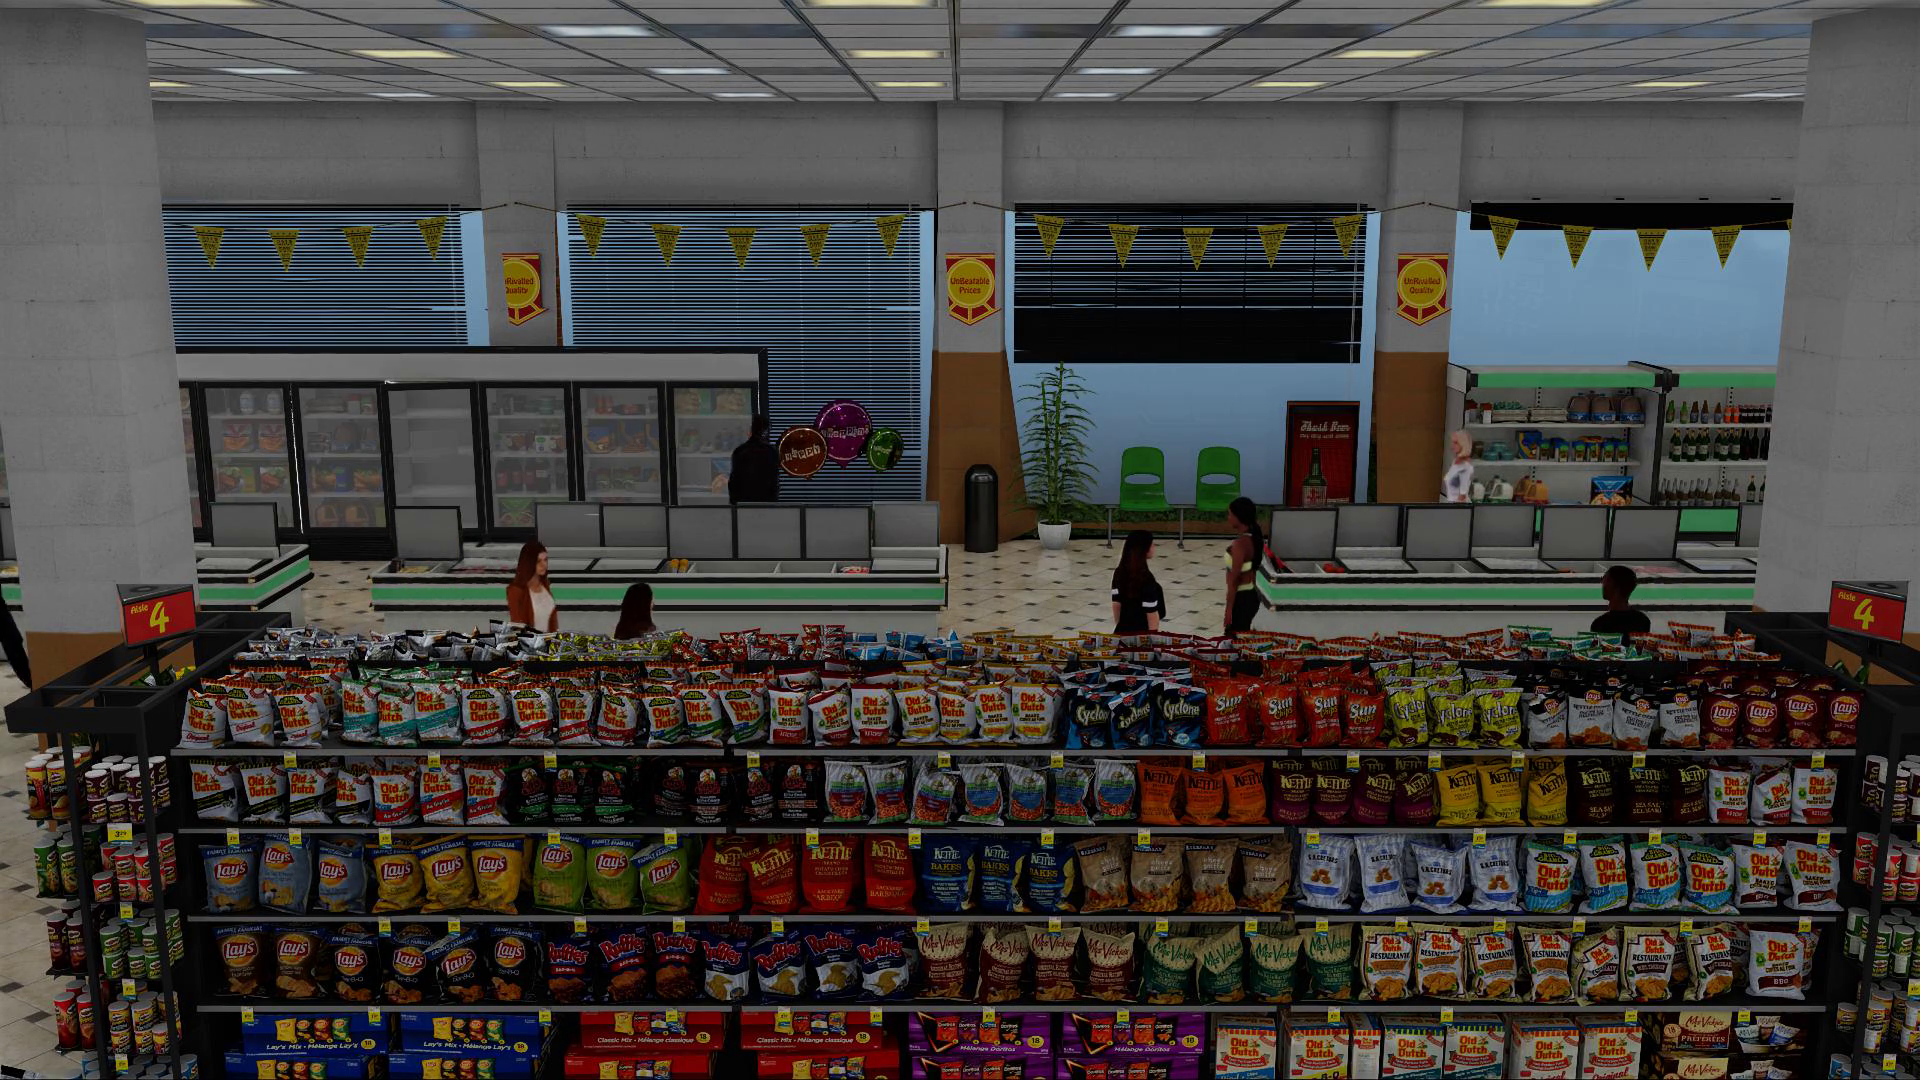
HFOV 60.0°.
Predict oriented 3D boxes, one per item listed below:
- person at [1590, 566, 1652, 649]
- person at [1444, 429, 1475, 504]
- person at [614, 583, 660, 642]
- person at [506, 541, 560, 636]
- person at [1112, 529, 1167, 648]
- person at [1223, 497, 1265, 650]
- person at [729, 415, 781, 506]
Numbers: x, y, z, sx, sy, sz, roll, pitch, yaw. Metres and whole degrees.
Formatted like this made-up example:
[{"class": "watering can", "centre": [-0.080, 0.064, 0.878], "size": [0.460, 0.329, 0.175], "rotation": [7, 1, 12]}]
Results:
[{"class": "person", "centre": [4.051, 1.067, 10.170], "size": [0.898, 1.789, 0.923], "rotation": [-5, 13, -23]}, {"class": "person", "centre": [5.047, -0.244, 16.551], "size": [0.649, 1.726, 0.615], "rotation": [1, 12, 5]}, {"class": "person", "centre": [-2.189, 1.024, 11.170], "size": [0.867, 1.463, 0.913], "rotation": [10, 16, 40]}, {"class": "person", "centre": [-3.066, 0.824, 11.566], "size": [0.804, 1.691, 0.754], "rotation": [6, 13, 26]}, {"class": "person", "centre": [1.286, 0.722, 12.177], "size": [0.749, 1.638, 0.713], "rotation": [-8, 14, -34]}, {"class": "person", "centre": [2.230, 0.549, 12.768], "size": [1.060, 1.734, 0.872], "rotation": [6, 13, 27]}, {"class": "person", "centre": [-2.086, -0.335, 16.763], "size": [0.894, 1.819, 0.833], "rotation": [7, 14, 29]}]
